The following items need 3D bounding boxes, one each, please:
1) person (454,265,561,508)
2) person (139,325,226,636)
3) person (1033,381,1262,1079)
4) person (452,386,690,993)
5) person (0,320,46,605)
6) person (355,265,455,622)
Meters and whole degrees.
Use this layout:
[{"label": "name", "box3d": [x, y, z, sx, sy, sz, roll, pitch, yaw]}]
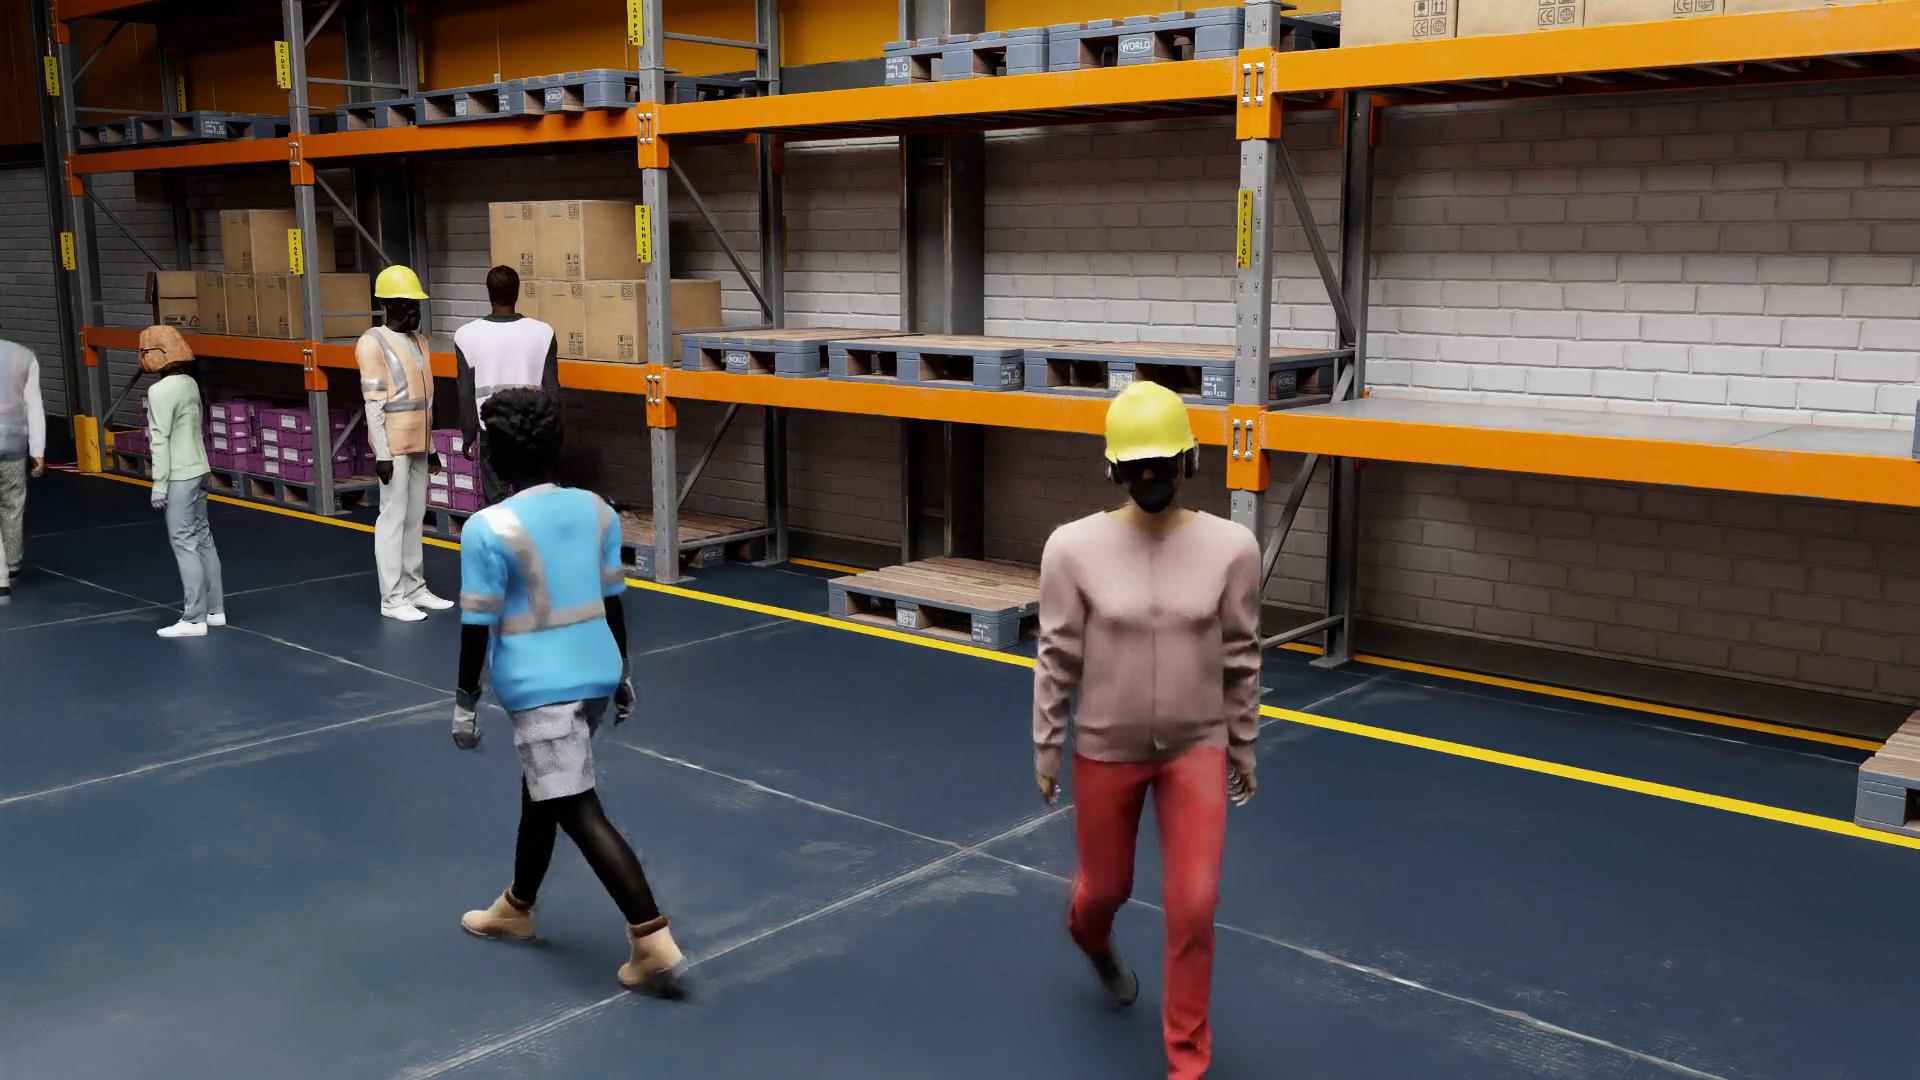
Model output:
[{"label": "person", "box3d": [-2.654, -0.651, 9.826, 0.591, 1.922, 0.391, -3, 10, -18]}, {"label": "person", "box3d": [-4.091, -0.308, 8.724, 0.284, 1.624, 0.494, -1, 10, -5]}, {"label": "person", "box3d": [0.434, 0.467, 4.001, 0.545, 1.732, 0.748, -1, 10, -3]}, {"label": "person", "box3d": [-1.083, 0.407, 4.576, 0.872, 1.652, 0.539, 5, 11, 27]}, {"label": "person", "box3d": [-5.659, -0.555, 9.643, 0.614, 1.780, 0.924, -7, 12, -37]}, {"label": "person", "box3d": [-3.040, -0.528, 9.112, 0.363, 1.928, 0.587, 2, 10, 10]}]
